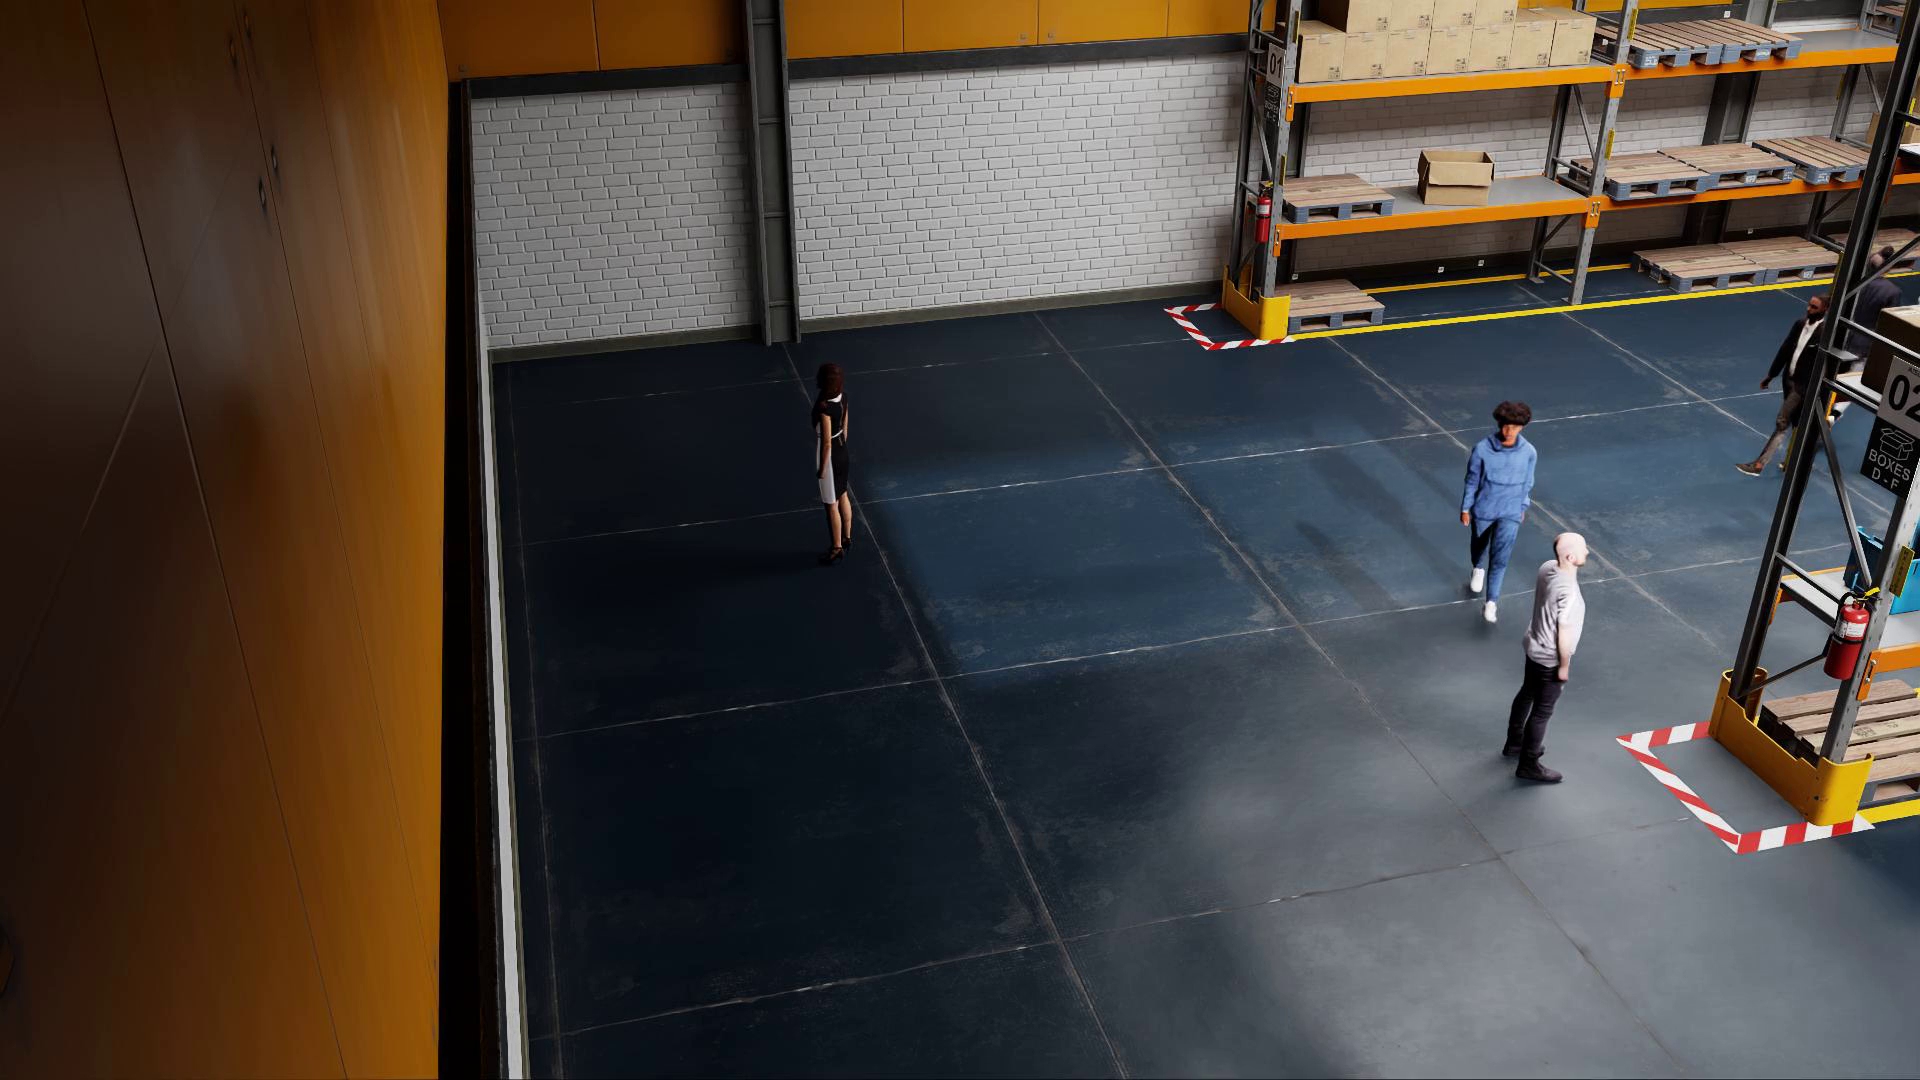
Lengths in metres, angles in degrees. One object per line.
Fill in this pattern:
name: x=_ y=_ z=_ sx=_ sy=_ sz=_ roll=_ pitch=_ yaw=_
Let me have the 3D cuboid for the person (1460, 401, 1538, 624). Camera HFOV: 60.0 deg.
person: x=4.285 y=-0.295 z=13.312 sx=1.205 sy=1.764 sz=1.131 roll=8 pitch=30 yaw=14

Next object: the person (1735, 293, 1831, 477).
person: x=7.849 y=-1.426 z=15.383 sx=1.094 sy=1.765 sz=0.754 roll=-3 pitch=29 yaw=-6

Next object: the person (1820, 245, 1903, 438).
person: x=8.655 y=-1.890 z=16.073 sx=1.063 sy=1.921 sz=1.244 roll=24 pitch=37 yaw=37

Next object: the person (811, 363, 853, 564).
person: x=-1.062 y=-0.642 z=13.918 sx=0.685 sy=1.793 sz=0.650 roll=12 pitch=31 yaw=21

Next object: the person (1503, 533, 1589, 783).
person: x=3.986 y=0.761 z=11.305 sx=0.700 sy=1.831 sz=0.728 roll=1 pitch=29 yaw=2
